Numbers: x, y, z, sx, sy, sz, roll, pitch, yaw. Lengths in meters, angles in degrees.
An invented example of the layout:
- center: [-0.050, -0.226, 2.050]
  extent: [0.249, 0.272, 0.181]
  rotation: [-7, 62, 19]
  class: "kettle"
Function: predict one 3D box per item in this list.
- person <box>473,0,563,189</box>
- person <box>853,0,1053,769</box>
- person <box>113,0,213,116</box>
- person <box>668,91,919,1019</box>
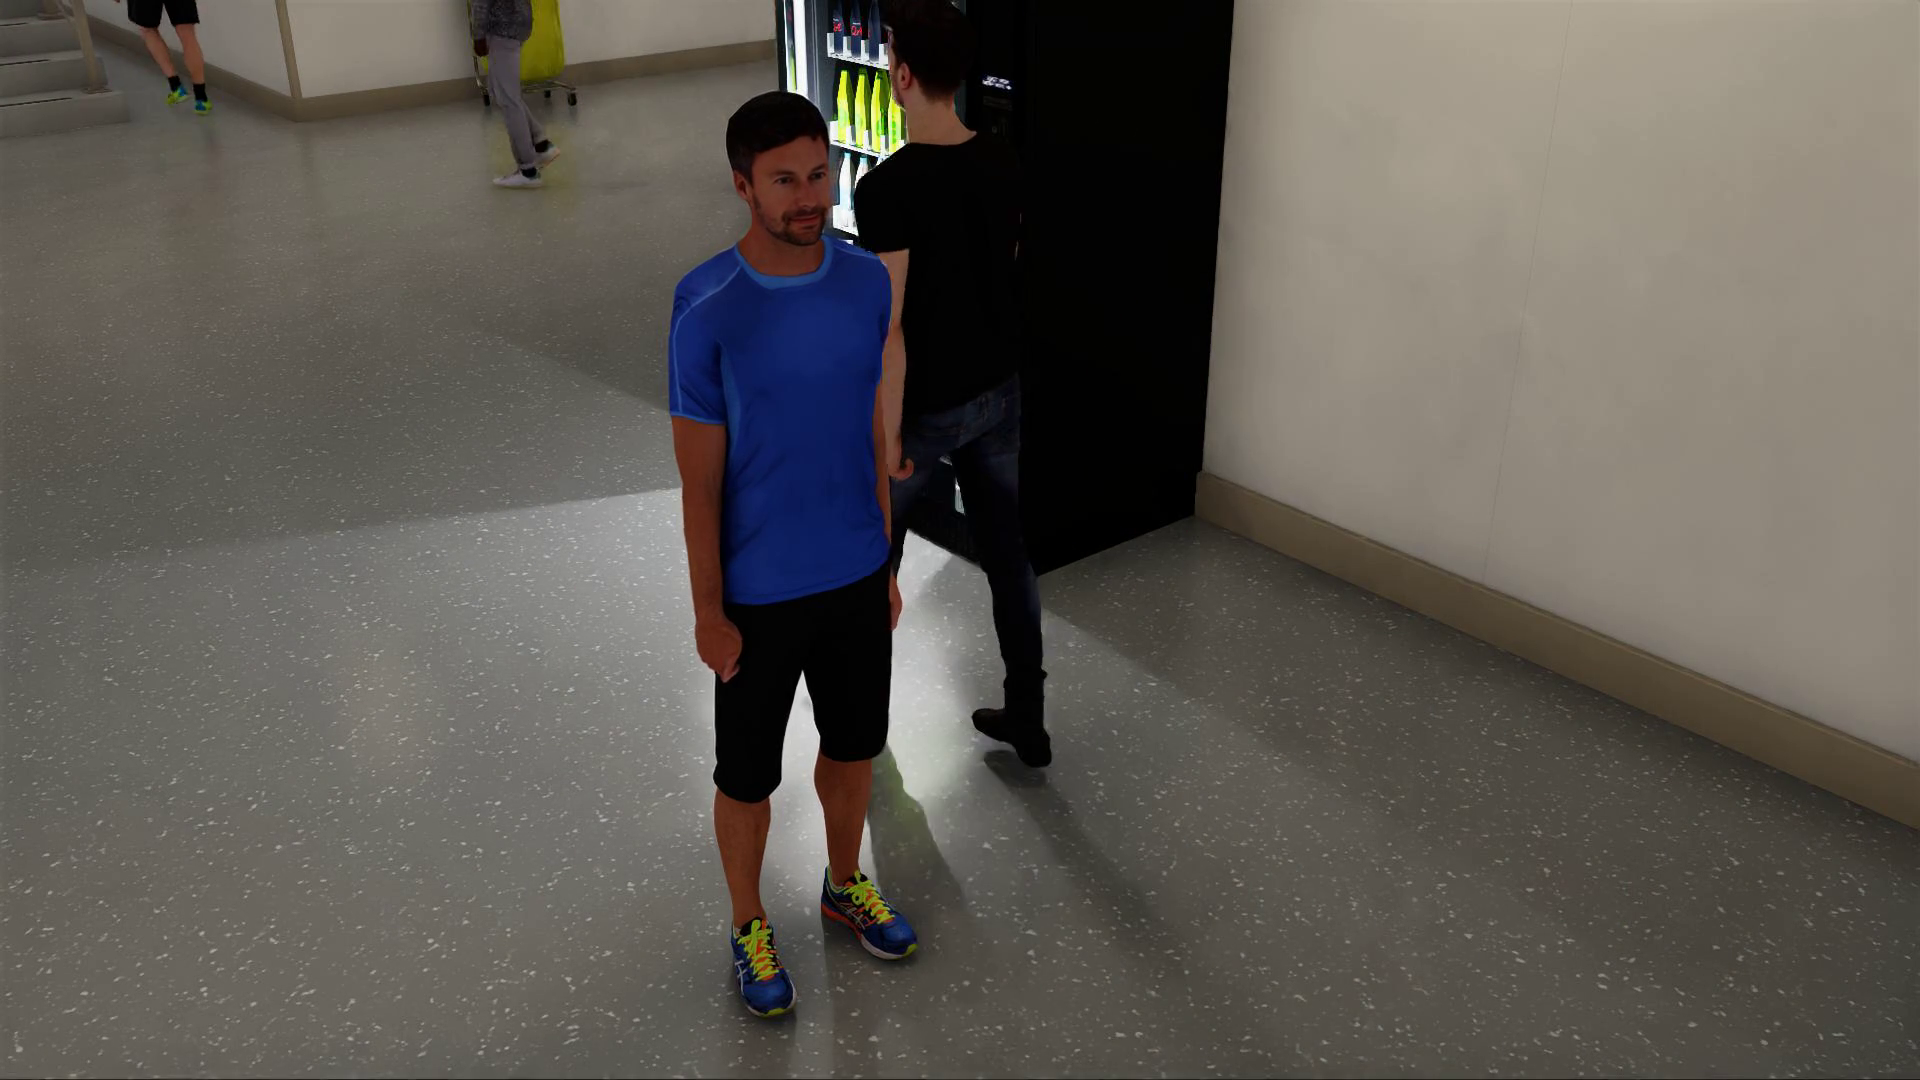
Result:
- center: [-2.525, -2.935, 9.548]
  extent: [0.891, 1.823, 0.831]
  rotation: [2, 26, 5]
  class: "person"
- center: [0.033, -0.300, 4.059]
  extent: [0.752, 1.844, 1.221]
  rotation: [-16, 30, -30]
  class: "person"
- center: [-5.489, -3.849, 11.398]
  extent: [0.856, 1.861, 0.727]
  rotation: [-15, 29, -27]
  class: "person"
- center: [-0.326, 0.057, 3.291]
  extent: [0.630, 1.869, 0.576]
  rotation: [-16, 30, -30]
  class: "person"
